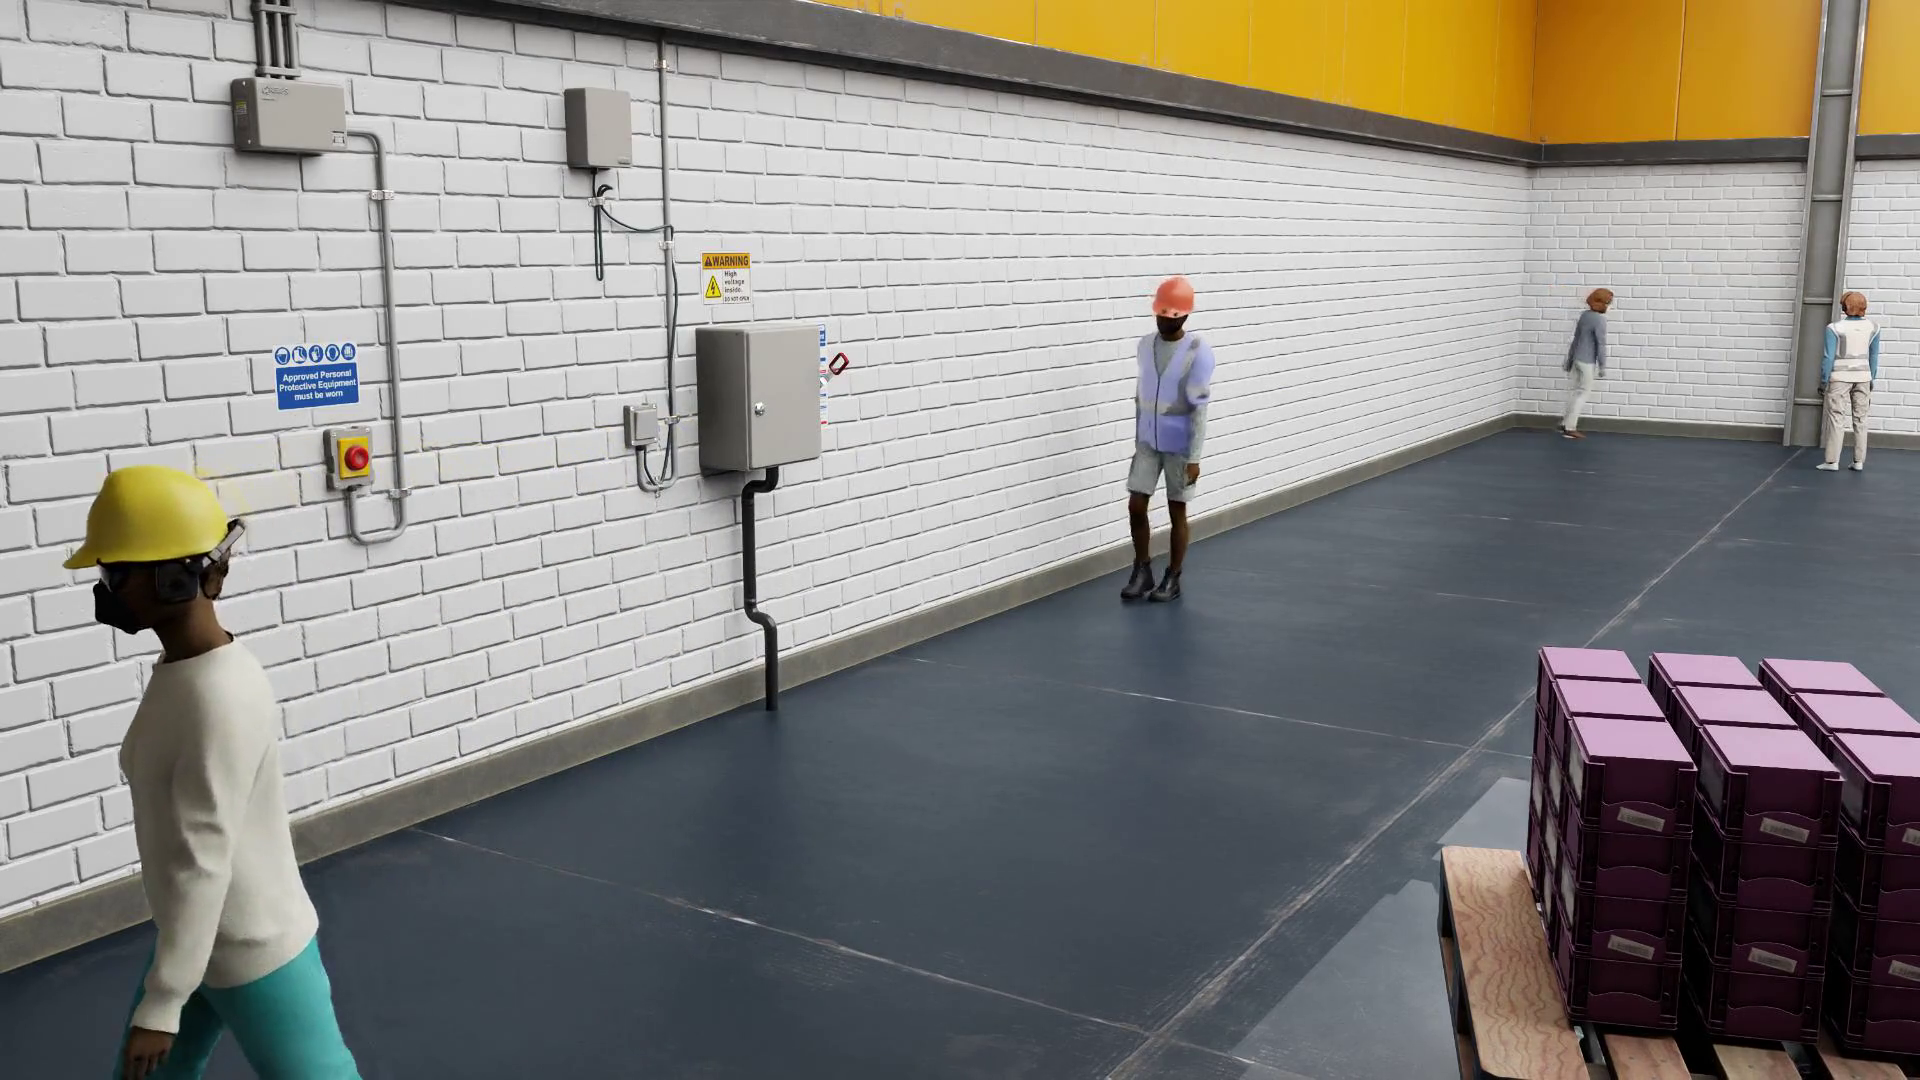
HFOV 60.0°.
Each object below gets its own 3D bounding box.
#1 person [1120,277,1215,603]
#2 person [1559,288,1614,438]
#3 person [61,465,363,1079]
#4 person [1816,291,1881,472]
[{"bbox_3d":[1.197,-0.545,9.508,0.558,1.893,0.542,8,13,38],"label":"person"},{"bbox_3d":[6.653,-1.869,17.634,0.443,1.598,0.521,0,10,0],"label":"person"},{"bbox_3d":[-1.352,0.724,2.963,0.922,1.717,0.530,-8,13,-37],"label":"person"},{"bbox_3d":[8.066,-1.431,15.105,0.512,1.642,0.311,0,10,-1],"label":"person"}]
